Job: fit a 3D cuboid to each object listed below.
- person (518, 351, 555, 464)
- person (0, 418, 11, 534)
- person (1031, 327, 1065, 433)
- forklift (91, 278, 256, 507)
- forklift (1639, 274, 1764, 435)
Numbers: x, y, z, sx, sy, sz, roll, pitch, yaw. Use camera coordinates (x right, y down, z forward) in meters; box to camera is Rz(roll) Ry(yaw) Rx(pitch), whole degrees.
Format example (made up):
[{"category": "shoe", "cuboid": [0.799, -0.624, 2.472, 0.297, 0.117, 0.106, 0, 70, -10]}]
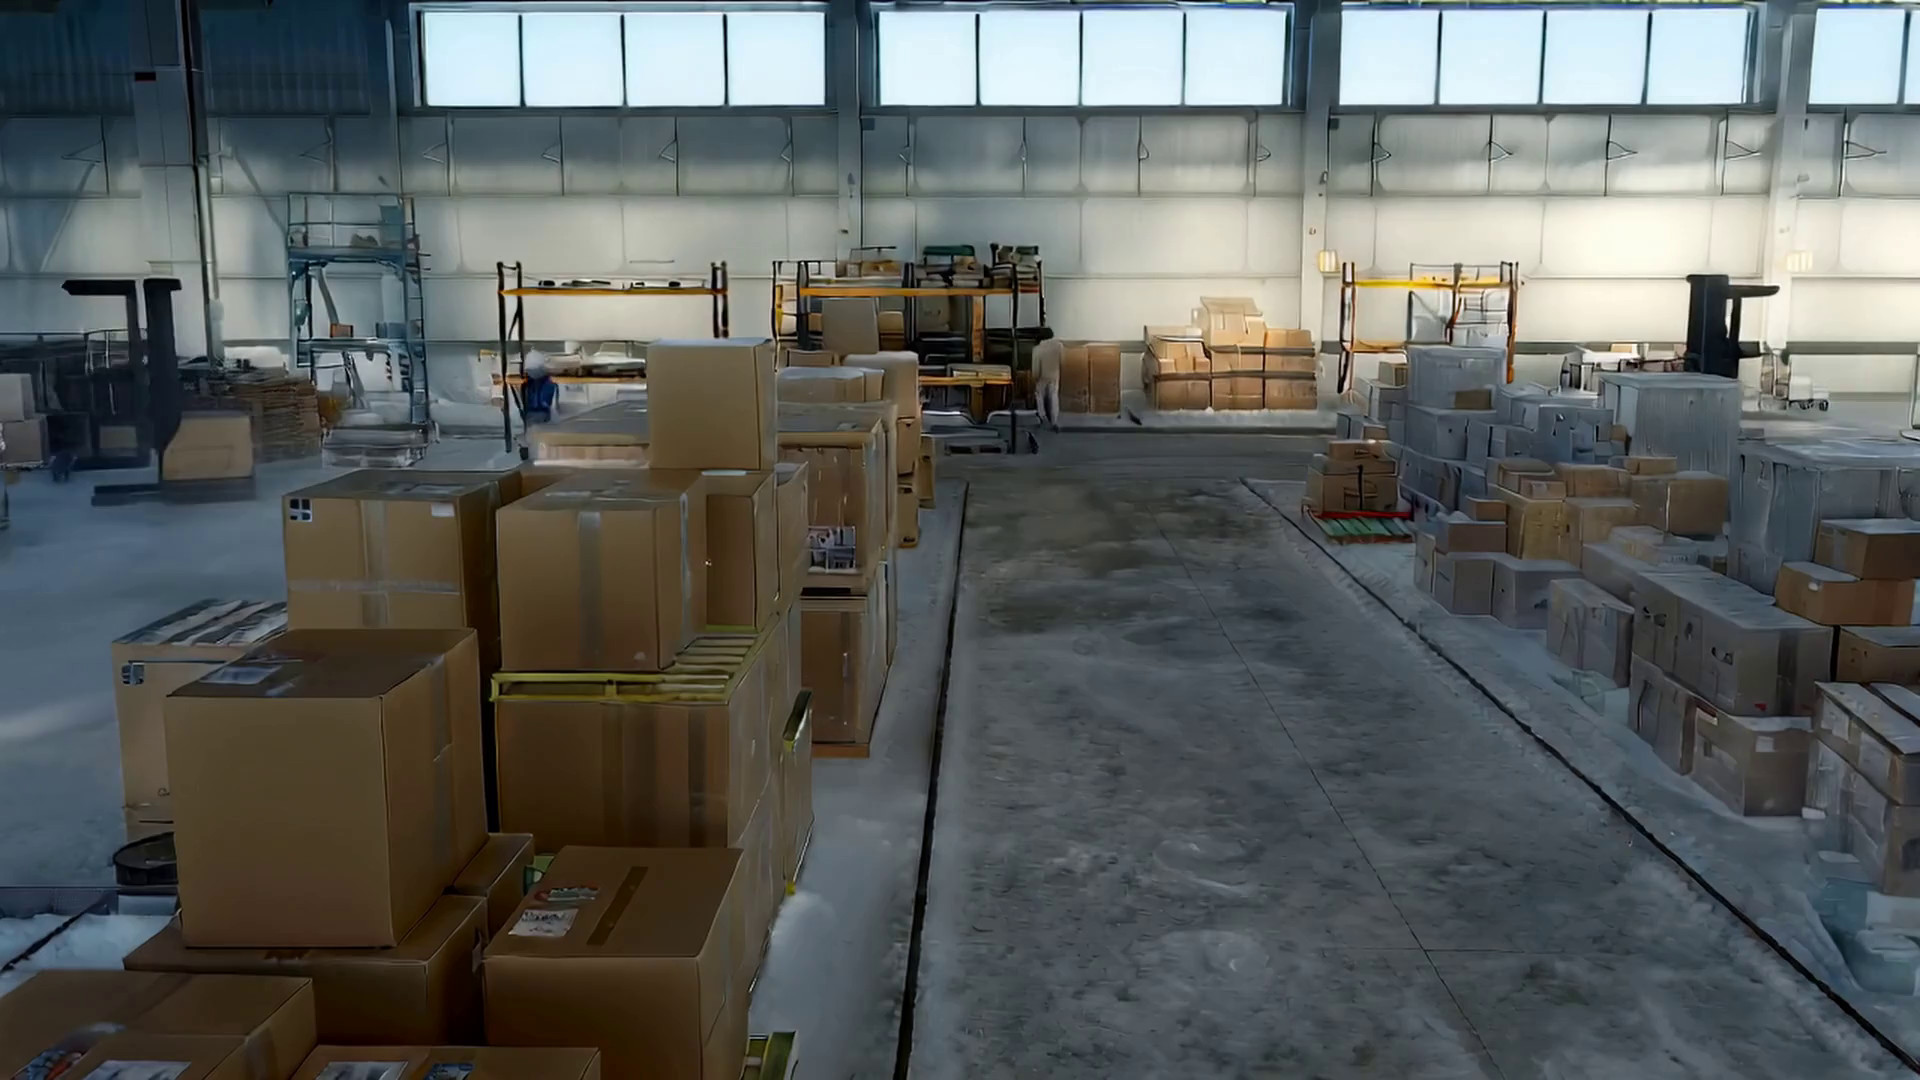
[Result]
[{"category": "person", "cuboid": [-5.464, -1.467, 21.311, 0.565, 1.909, 0.722, 6, 11, 34]}, {"category": "person", "cuboid": [-10.887, -0.997, 18.615, 0.342, 1.881, 0.582, -3, 10, -20]}, {"category": "person", "cuboid": [1.579, -2.887, 29.921, 0.651, 1.881, 1.035, -1, 10, -8]}, {"category": "forklift", "cuboid": [-10.067, -1.916, 21.114, 1.873, 2.768, 1.129, -4, 10, -25]}, {"category": "forklift", "cuboid": [13.052, -3.274, 29.248, 1.873, 2.768, 1.129, 0, 9, 1]}]
